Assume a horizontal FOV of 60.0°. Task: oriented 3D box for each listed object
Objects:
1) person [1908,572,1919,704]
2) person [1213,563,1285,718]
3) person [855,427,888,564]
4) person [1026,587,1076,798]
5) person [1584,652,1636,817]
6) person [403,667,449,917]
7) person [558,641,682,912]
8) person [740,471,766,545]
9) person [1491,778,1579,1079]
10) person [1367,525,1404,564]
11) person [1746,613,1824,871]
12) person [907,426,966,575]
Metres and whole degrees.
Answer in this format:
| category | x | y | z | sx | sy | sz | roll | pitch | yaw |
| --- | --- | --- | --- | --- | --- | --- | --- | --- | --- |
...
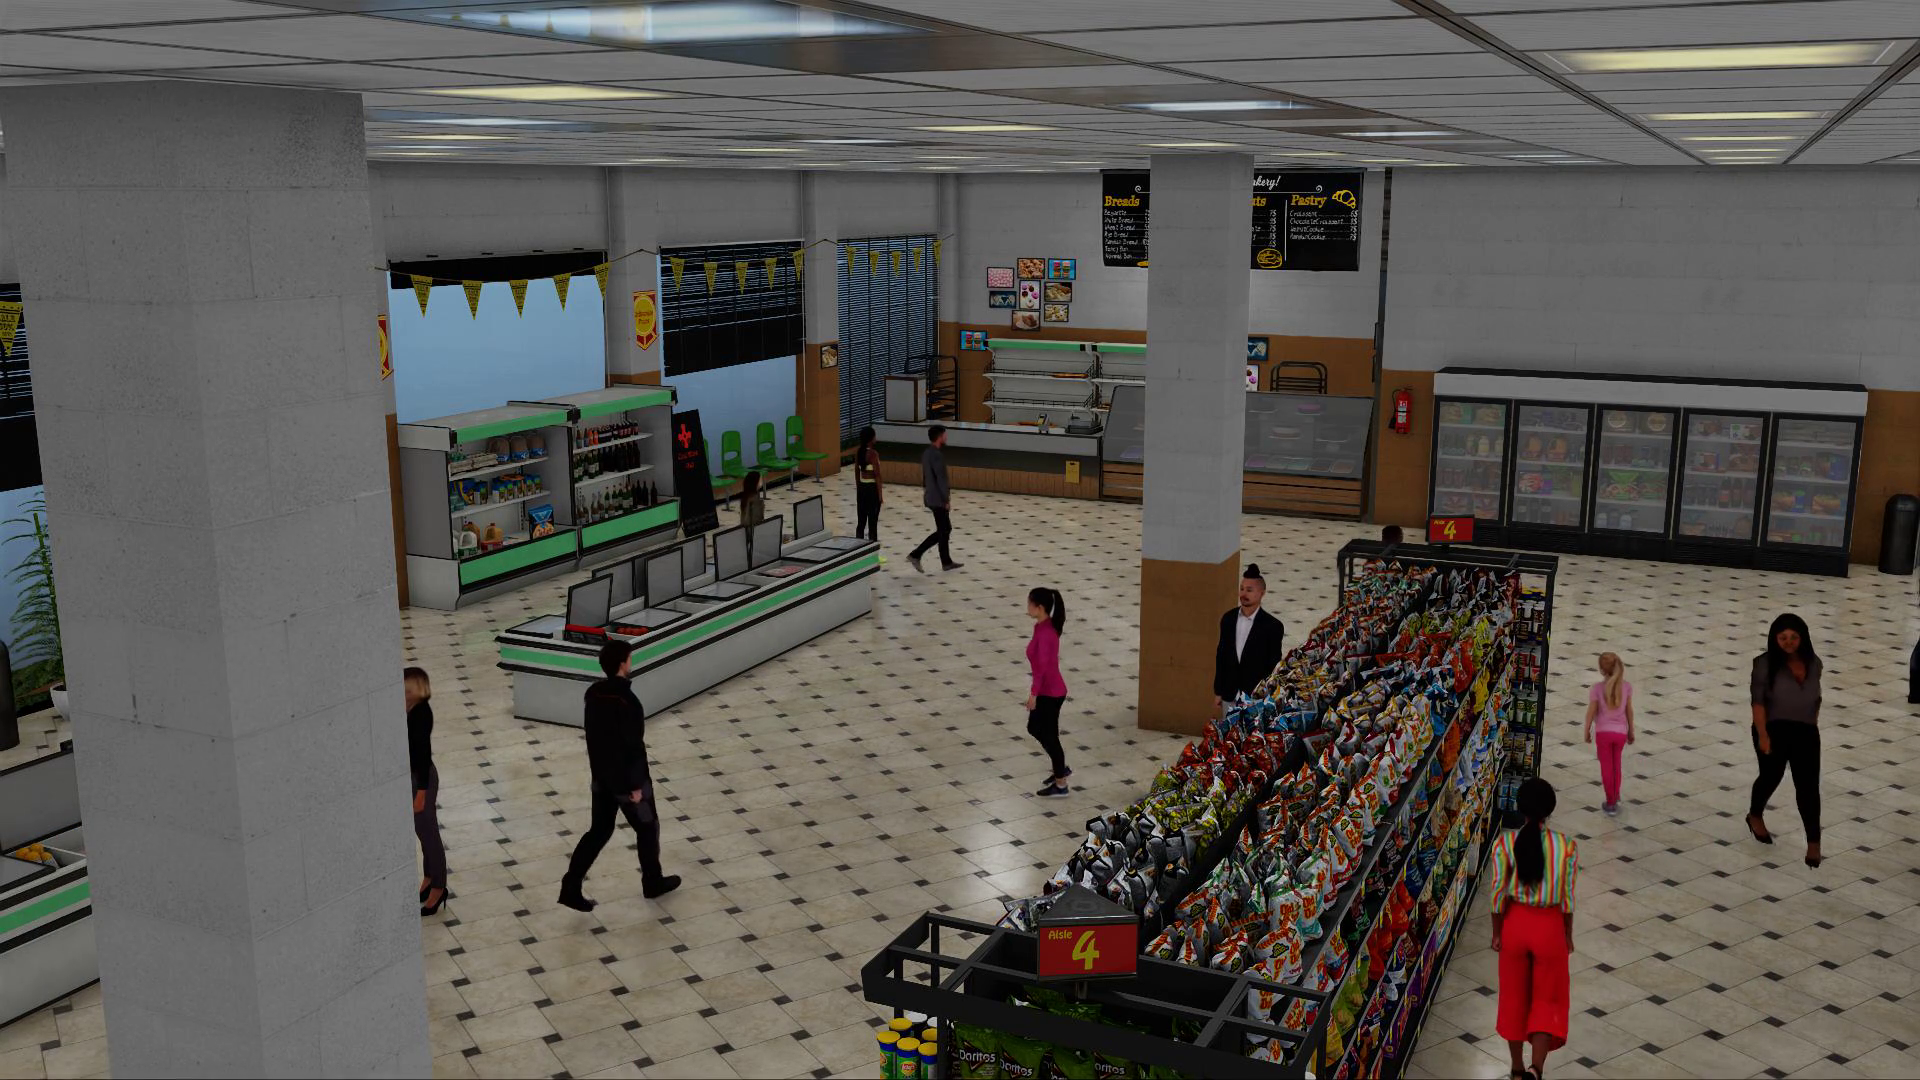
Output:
| category | x | y | z | sx | sy | sz | roll | pitch | yaw |
| --- | --- | --- | --- | --- | --- | --- | --- | --- | --- |
| person | 8.970 | 0.608 | 15.246 | 0.837 | 1.901 | 0.684 | 0 | 12 | 0 |
| person | 2.190 | 1.134 | 12.631 | 0.766 | 1.949 | 0.698 | 10 | 16 | 40 |
| person | -1.178 | -0.576 | 21.223 | 0.613 | 1.754 | 0.589 | 10 | 15 | 40 |
| person | 0.797 | 1.205 | 12.950 | 0.751 | 1.678 | 0.676 | 0 | 12 | 1 |
| person | 4.968 | 1.484 | 12.641 | 0.593 | 1.260 | 0.619 | 1 | 12 | 3 |
| person | -3.535 | 1.634 | 10.940 | 0.717 | 1.667 | 0.673 | -5 | 13 | -24 |
| person | -2.309 | 1.579 | 10.866 | 0.913 | 1.805 | 1.215 | 9 | 15 | 37 |
| person | -2.477 | -0.071 | 19.539 | 0.935 | 1.461 | 0.869 | -5 | 13 | -21 |
| person | 2.914 | 2.102 | 8.456 | 0.632 | 1.775 | 0.952 | 4 | 13 | 19 |
| person | 3.720 | 0.756 | 14.788 | 0.957 | 1.799 | 0.877 | -8 | 14 | -33 |
| person | 5.806 | 1.392 | 11.810 | 0.967 | 1.782 | 1.242 | 0 | 12 | -1 |
| person | -0.334 | -0.471 | 20.500 | 1.143 | 1.848 | 1.099 | -4 | 13 | -20 |
